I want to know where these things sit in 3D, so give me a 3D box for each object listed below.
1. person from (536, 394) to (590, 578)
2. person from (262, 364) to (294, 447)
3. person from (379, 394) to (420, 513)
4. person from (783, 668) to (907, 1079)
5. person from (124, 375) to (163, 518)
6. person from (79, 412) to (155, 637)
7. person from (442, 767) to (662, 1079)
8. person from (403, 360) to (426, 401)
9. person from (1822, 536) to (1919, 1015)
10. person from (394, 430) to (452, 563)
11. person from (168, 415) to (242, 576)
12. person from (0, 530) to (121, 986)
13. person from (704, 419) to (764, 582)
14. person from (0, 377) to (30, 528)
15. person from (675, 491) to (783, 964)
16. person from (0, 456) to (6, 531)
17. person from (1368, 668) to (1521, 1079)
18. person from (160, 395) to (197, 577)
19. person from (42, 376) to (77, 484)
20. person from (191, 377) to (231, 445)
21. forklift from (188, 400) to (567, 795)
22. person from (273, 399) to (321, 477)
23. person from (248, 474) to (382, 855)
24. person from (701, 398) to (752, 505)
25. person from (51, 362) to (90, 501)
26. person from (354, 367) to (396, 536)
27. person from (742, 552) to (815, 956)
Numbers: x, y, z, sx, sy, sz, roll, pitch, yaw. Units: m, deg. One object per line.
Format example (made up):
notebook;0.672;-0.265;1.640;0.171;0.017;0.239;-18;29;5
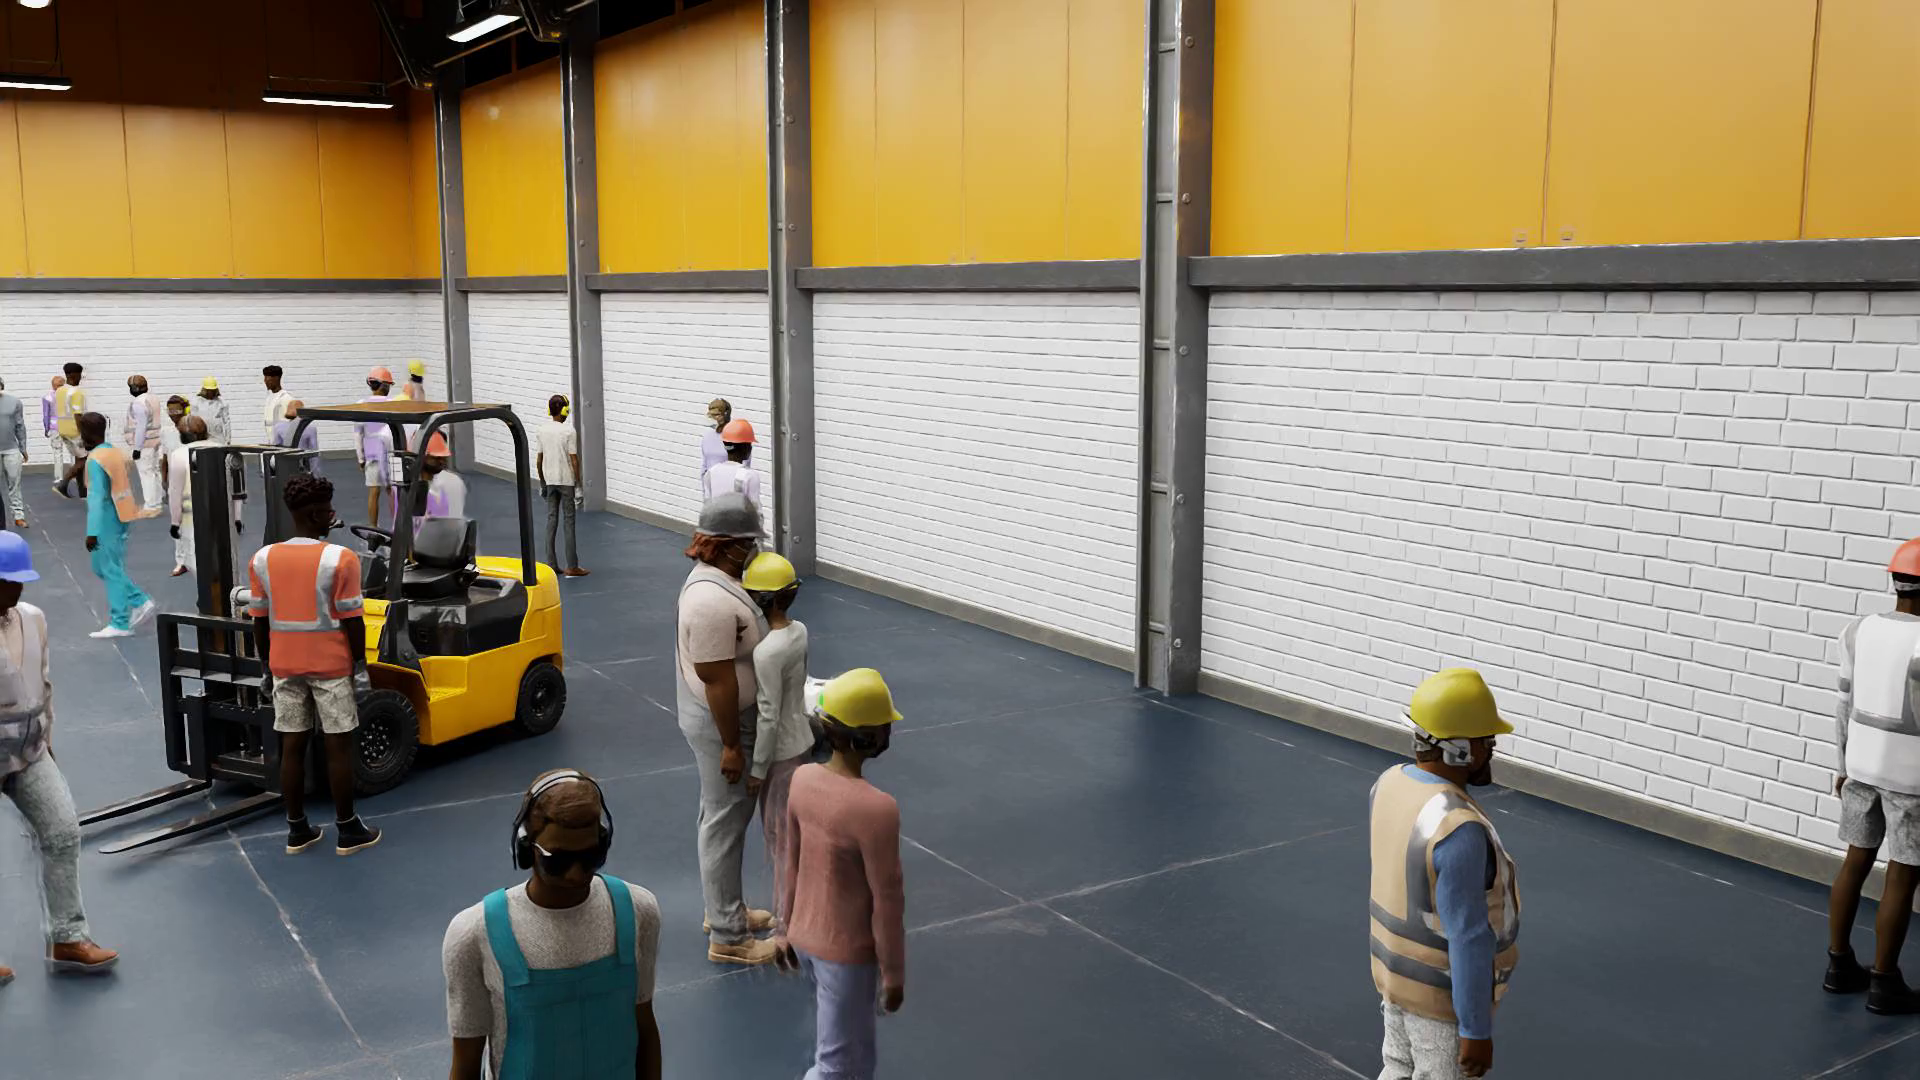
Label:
person;-4.044;-0.546;16.885;0.510;1.865;0.329;3;9;21
person;-8.902;-1.317;21.769;0.375;1.958;0.604;-8;12;-43
person;-5.888;-0.668;17.886;0.634;1.801;0.556;0;8;-3
person;-0.431;1.264;5.131;0.810;1.739;0.533;-6;10;-36
person;-10.517;-1.206;21.422;0.430;1.838;0.619;-1;9;-8
person;-7.138;-0.123;13.958;0.441;1.896;0.710;-2;9;-15
person;-0.895;1.409;3.785;0.504;1.840;0.345;-6;10;-33
person;-8.254;-1.773;25.149;0.472;1.887;0.637;0;8;-2
person;3.799;0.938;6.717;0.419;1.920;0.542;-3;9;-20
person;-3.793;0.157;11.940;0.422;1.917;0.580;2;9;15
person;-6.574;-0.186;14.595;0.599;1.827;0.667;4;9;27
person;-3.870;0.912;6.851;0.789;1.913;0.665;2;9;14
person;-1.678;0.046;12.637;0.553;1.935;0.362;6;11;37
person;-11.710;-1.077;20.269;0.392;1.928;0.632;8;11;43
person;-0.963;0.793;7.259;0.538;2.000;0.683;-1;9;-10
person;-11.443;-0.938;19.497;0.508;1.872;0.329;7;11;38
person;1.383;1.266;4.767;0.403;1.833;0.586;-1;9;-9
person;-7.873;-0.548;16.915;0.511;1.862;0.324;1;8;4
person;-13.581;-1.664;25.177;0.522;1.636;0.310;-6;11;-37
person;-10.374;-1.400;23.081;0.484;1.732;0.317;-4;9;-26
forklift;-3.529;0.258;10.348;1.214;2.155;2.313;4;9;25
person;-7.904;-0.869;19.853;0.534;1.619;0.347;-1;9;-9
person;-3.311;0.643;8.529;0.608;1.962;0.374;1;9;10
person;-2.154;-0.347;15.343;0.623;1.931;0.376;7;11;39
person;-12.251;-1.474;22.905;0.741;1.931;0.797;6;10;35
person;-6.635;-0.967;19.140;0.605;2.036;0.393;1;8;5
person;-0.806;0.929;7.260;0.317;1.769;0.523;2;9;12
